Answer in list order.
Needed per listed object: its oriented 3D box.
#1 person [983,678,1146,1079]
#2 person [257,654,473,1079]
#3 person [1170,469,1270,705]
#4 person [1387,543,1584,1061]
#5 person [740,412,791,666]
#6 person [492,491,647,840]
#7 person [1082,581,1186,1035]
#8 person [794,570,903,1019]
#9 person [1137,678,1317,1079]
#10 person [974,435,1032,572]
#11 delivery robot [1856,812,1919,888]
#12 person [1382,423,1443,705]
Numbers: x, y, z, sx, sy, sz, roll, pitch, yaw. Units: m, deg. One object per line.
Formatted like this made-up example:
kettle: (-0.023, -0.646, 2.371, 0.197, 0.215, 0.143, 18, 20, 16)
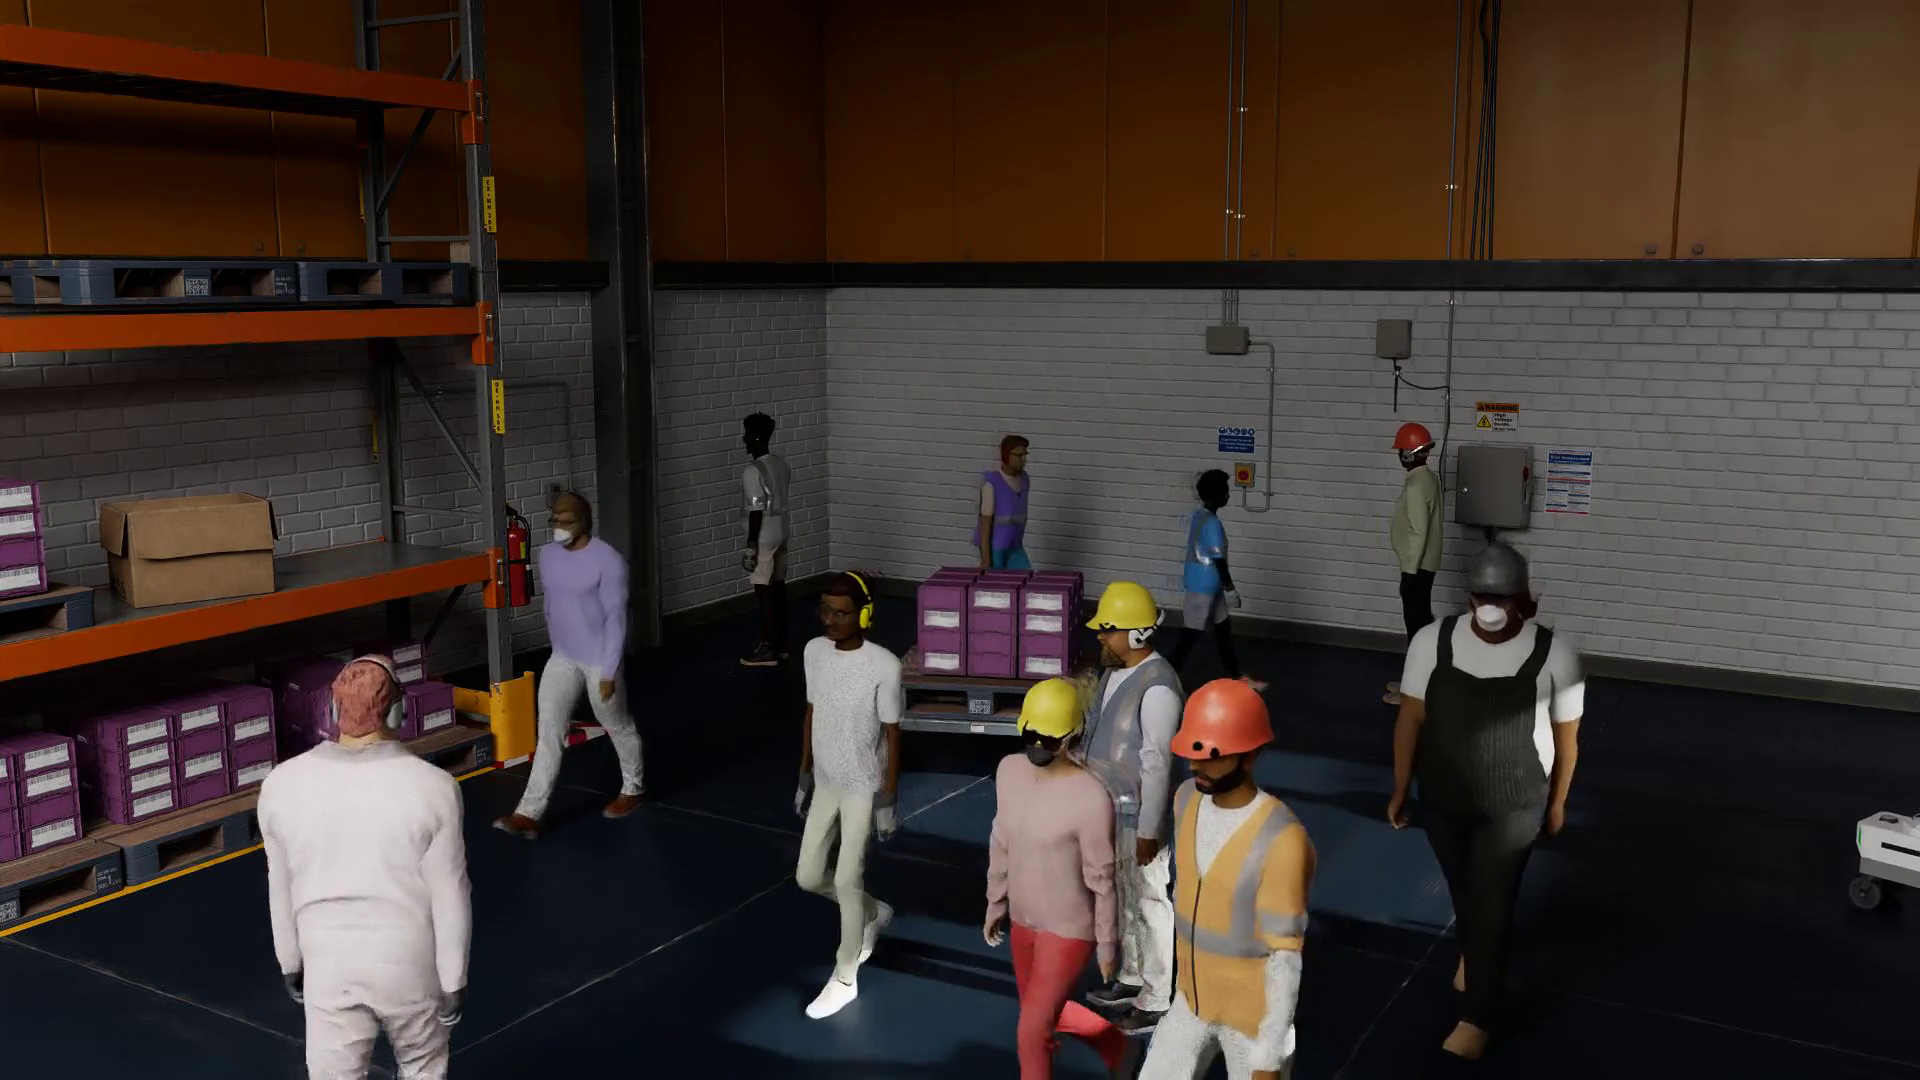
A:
person: (0.364, 1.278, 5.639, 0.779, 1.726, 0.521, -7, 11, -37)
person: (-1.808, 1.291, 5.075, 0.640, 1.880, 0.853, 0, 9, -1)
person: (1.819, 0.340, 11.681, 0.842, 1.661, 0.551, 1, 9, 4)
person: (2.094, 0.951, 6.684, 0.684, 2.000, 1.043, 6, 11, 33)
person: (-1.518, -0.007, 12.895, 0.374, 1.966, 0.608, 3, 10, 19)
person: (-2.065, 0.668, 8.973, 0.643, 1.874, 1.030, 5, 10, 29)
person: (0.690, 1.062, 6.688, 0.405, 1.824, 0.586, -2, 9, -14)
person: (-0.439, 1.018, 6.866, 0.545, 1.850, 0.524, 7, 11, 37)
person: (0.691, 1.330, 4.713, 0.759, 1.909, 0.584, -6, 11, -32)
person: (0.364, 0.089, 12.817, 0.699, 1.803, 0.583, 7, 11, 36)
delivery robot: (4.597, 1.472, 7.766, 0.477, 0.478, 0.707, -7, 11, -38)
person: (3.193, 0.170, 11.718, 0.392, 1.991, 0.613, 4, 10, 23)
